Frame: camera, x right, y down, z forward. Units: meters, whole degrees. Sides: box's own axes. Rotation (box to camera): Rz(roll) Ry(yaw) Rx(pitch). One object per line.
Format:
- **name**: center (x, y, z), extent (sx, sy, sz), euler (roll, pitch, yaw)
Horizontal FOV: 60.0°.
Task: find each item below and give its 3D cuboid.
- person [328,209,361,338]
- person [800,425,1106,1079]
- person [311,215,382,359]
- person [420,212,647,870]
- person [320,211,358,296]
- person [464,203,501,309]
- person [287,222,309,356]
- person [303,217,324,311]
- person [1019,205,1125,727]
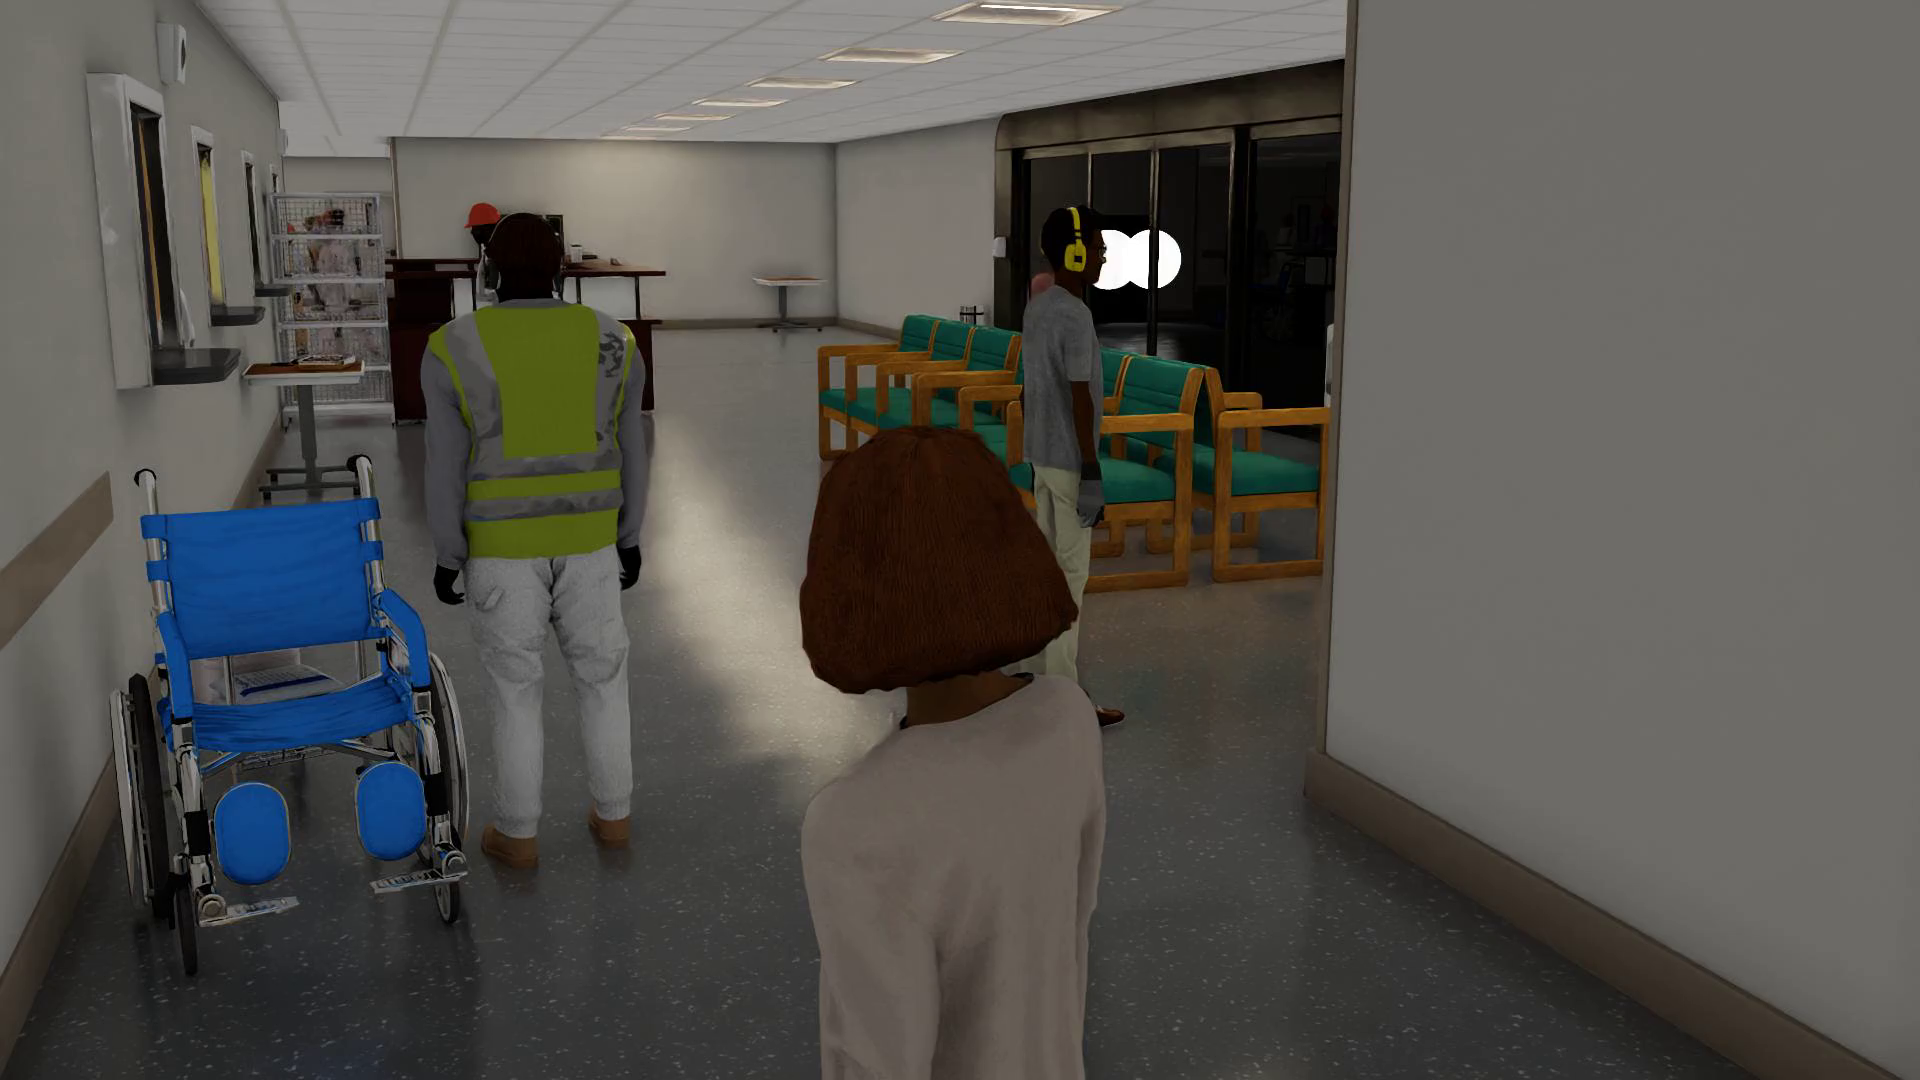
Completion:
- **person**: center (-9.279, -3.992, 25.005), extent (0.600, 1.942, 0.698), euler (7, 13, 31)
- **person**: center (-0.009, 0.695, 1.725), extent (0.271, 1.631, 0.507), euler (6, 12, 28)
- **person**: center (-7.366, -2.906, 19.673), extent (1.054, 1.848, 0.659), euler (-6, 12, -26)
- **person**: center (-1.194, 0.008, 4.716), extent (0.625, 1.843, 0.430), euler (-6, 13, -29)
- **person**: center (-12.424, -5.526, 32.904), extent (0.871, 1.943, 0.626), euler (-7, 13, -32)
- **person**: center (-3.766, -1.734, 13.418), extent (0.377, 1.932, 0.552), euler (-2, 11, -11)
- **person**: center (-8.842, -3.308, 21.947), extent (0.566, 1.755, 0.321), euler (11, 15, 43)
- **person**: center (-12.417, -5.321, 32.109), extent (0.476, 1.818, 0.532), euler (1, 11, 3)
- **person**: center (0.392, -0.259, 6.017), extent (0.315, 1.870, 0.533), euler (-4, 12, -19)
